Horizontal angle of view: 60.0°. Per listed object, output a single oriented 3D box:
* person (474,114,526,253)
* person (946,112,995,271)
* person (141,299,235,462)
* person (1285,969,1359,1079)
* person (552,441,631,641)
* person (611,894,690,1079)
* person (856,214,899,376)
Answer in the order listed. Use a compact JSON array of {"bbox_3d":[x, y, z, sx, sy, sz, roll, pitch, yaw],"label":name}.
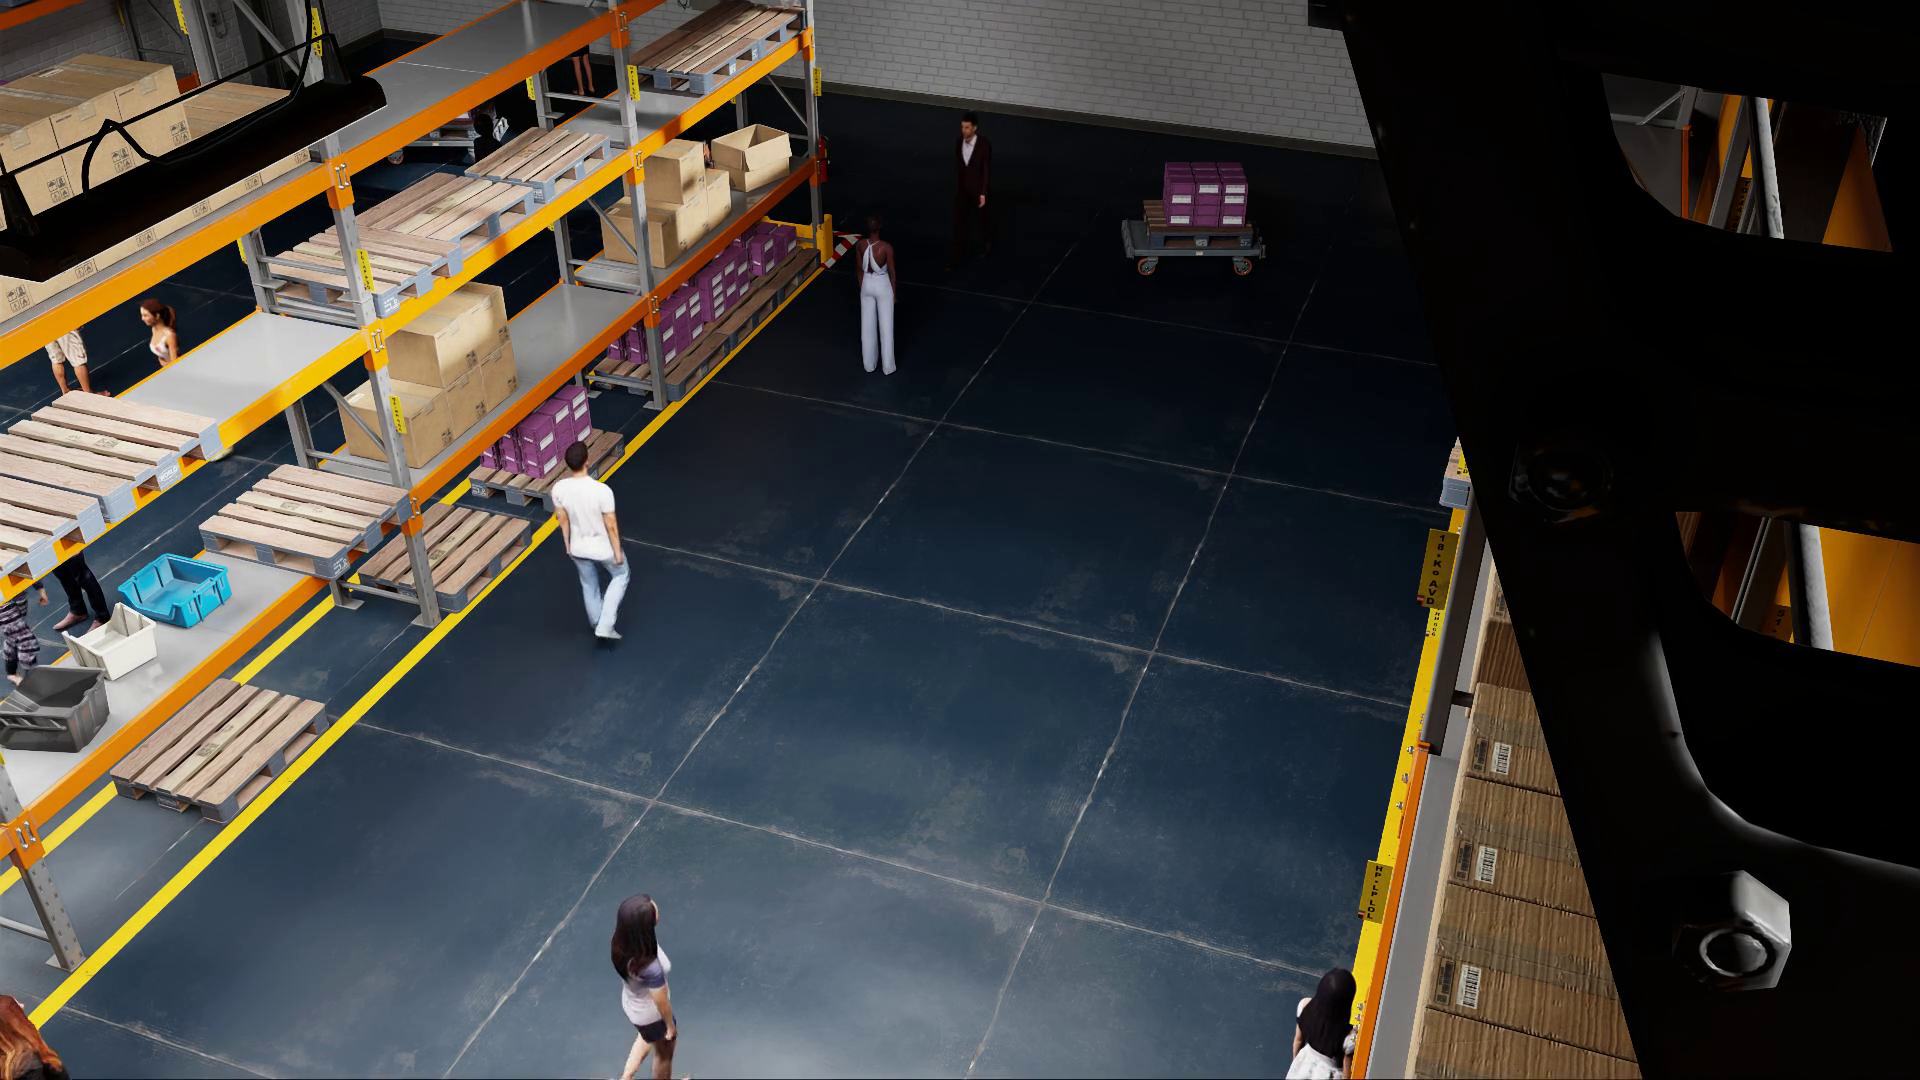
[{"bbox_3d":[-5.614,-4.306,20.063,0.579,1.702,0.558,8,34,12],"label":"person"},{"bbox_3d":[0.204,-4.163,19.745,0.739,1.817,1.195,15,37,22],"label":"person"},{"bbox_3d":[-7.294,-1.493,15.784,0.830,1.753,1.152,23,40,31],"label":"person"},{"bbox_3d":[1.952,2.990,9.027,0.800,1.769,0.776,-25,41,-32],"label":"person"},{"bbox_3d":[-2.964,0.077,13.330,0.728,1.856,0.778,7,34,11],"label":"person"},{"bbox_3d":[-1.853,2.694,9.535,0.829,1.699,0.769,-24,41,-32],"label":"person"},{"bbox_3d":[-0.868,-2.561,17.365,0.576,1.783,0.473,10,35,15],"label":"person"}]
